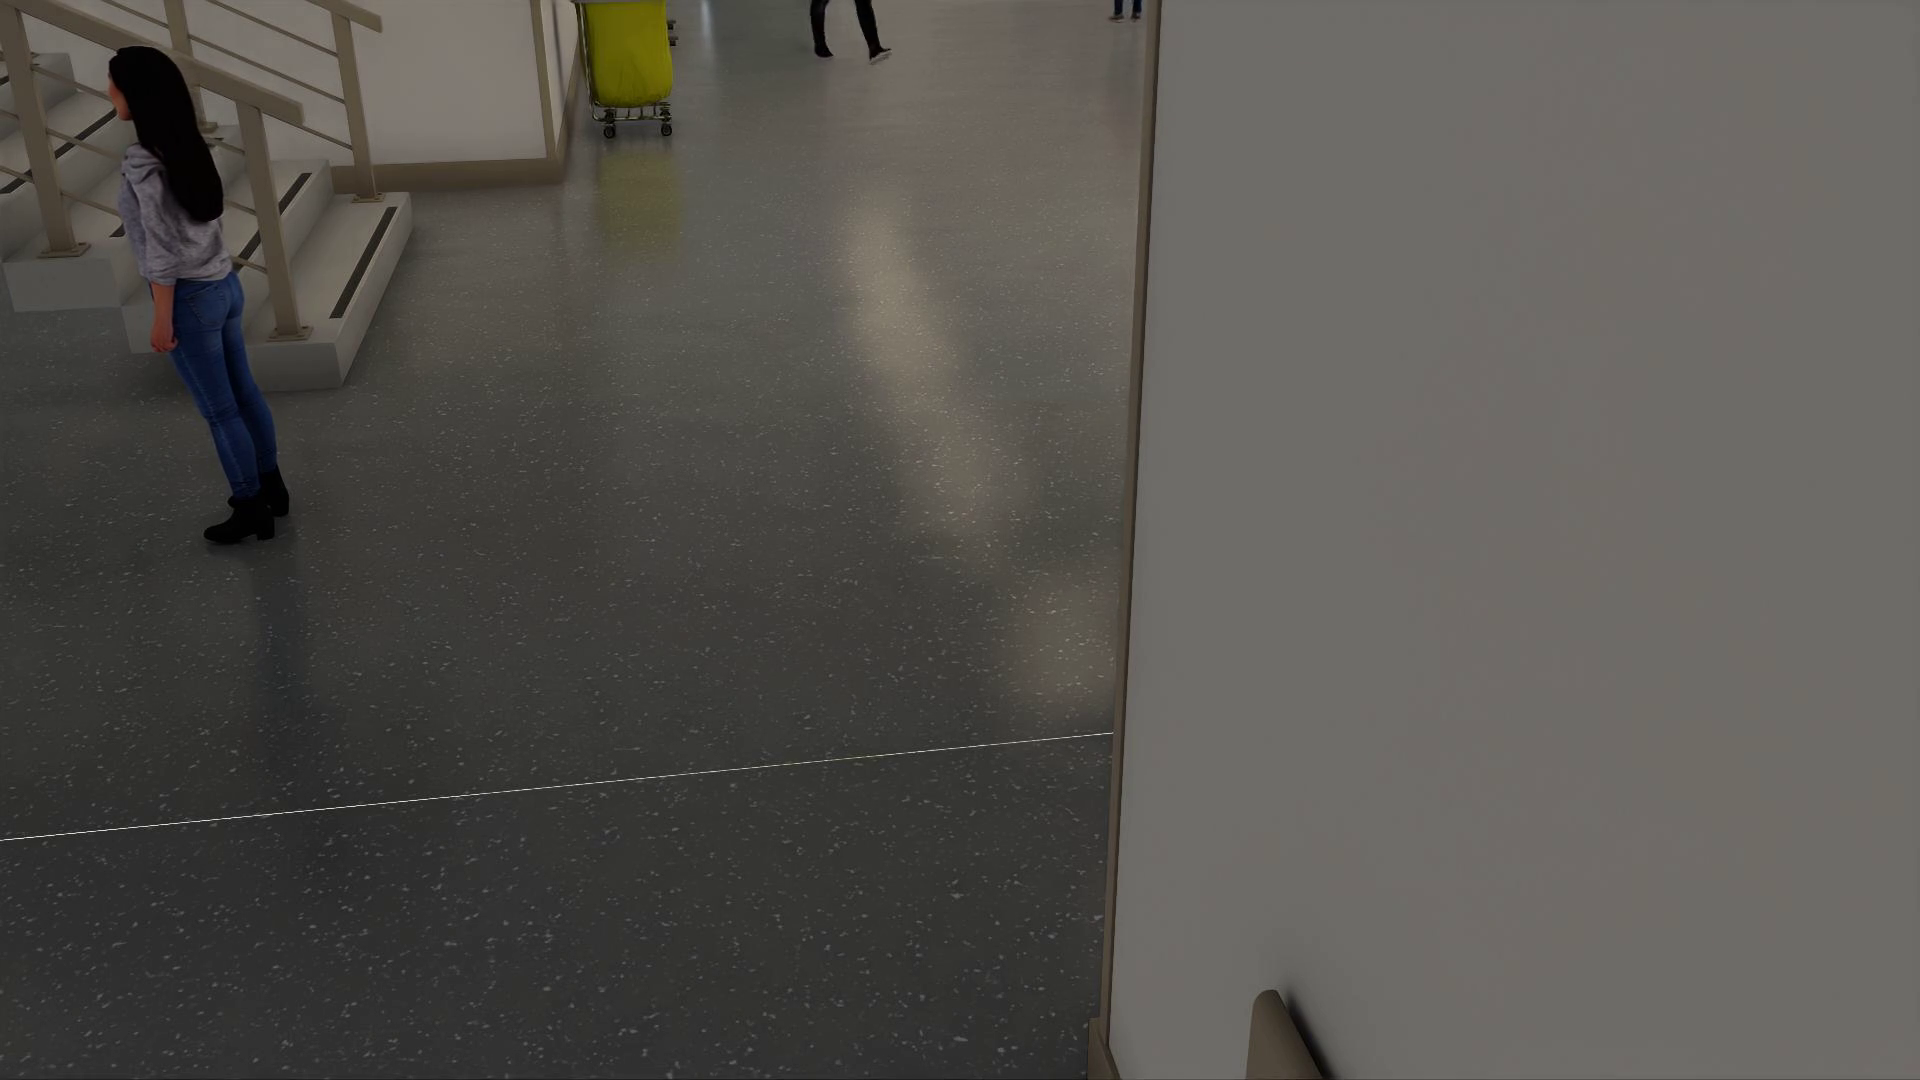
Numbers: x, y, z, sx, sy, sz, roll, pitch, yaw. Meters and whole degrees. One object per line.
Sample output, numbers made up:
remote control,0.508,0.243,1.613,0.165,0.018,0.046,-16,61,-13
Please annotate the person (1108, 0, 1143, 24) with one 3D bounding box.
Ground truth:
person,1.588,-5.821,15.757,0.435,1.742,0.651,-6,26,-13

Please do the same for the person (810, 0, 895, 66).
person,-1.039,-4.815,13.617,1.204,1.788,1.052,-16,30,-30

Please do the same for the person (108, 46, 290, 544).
person,-2.478,-0.780,5.430,0.564,1.631,0.635,-1,26,-1
